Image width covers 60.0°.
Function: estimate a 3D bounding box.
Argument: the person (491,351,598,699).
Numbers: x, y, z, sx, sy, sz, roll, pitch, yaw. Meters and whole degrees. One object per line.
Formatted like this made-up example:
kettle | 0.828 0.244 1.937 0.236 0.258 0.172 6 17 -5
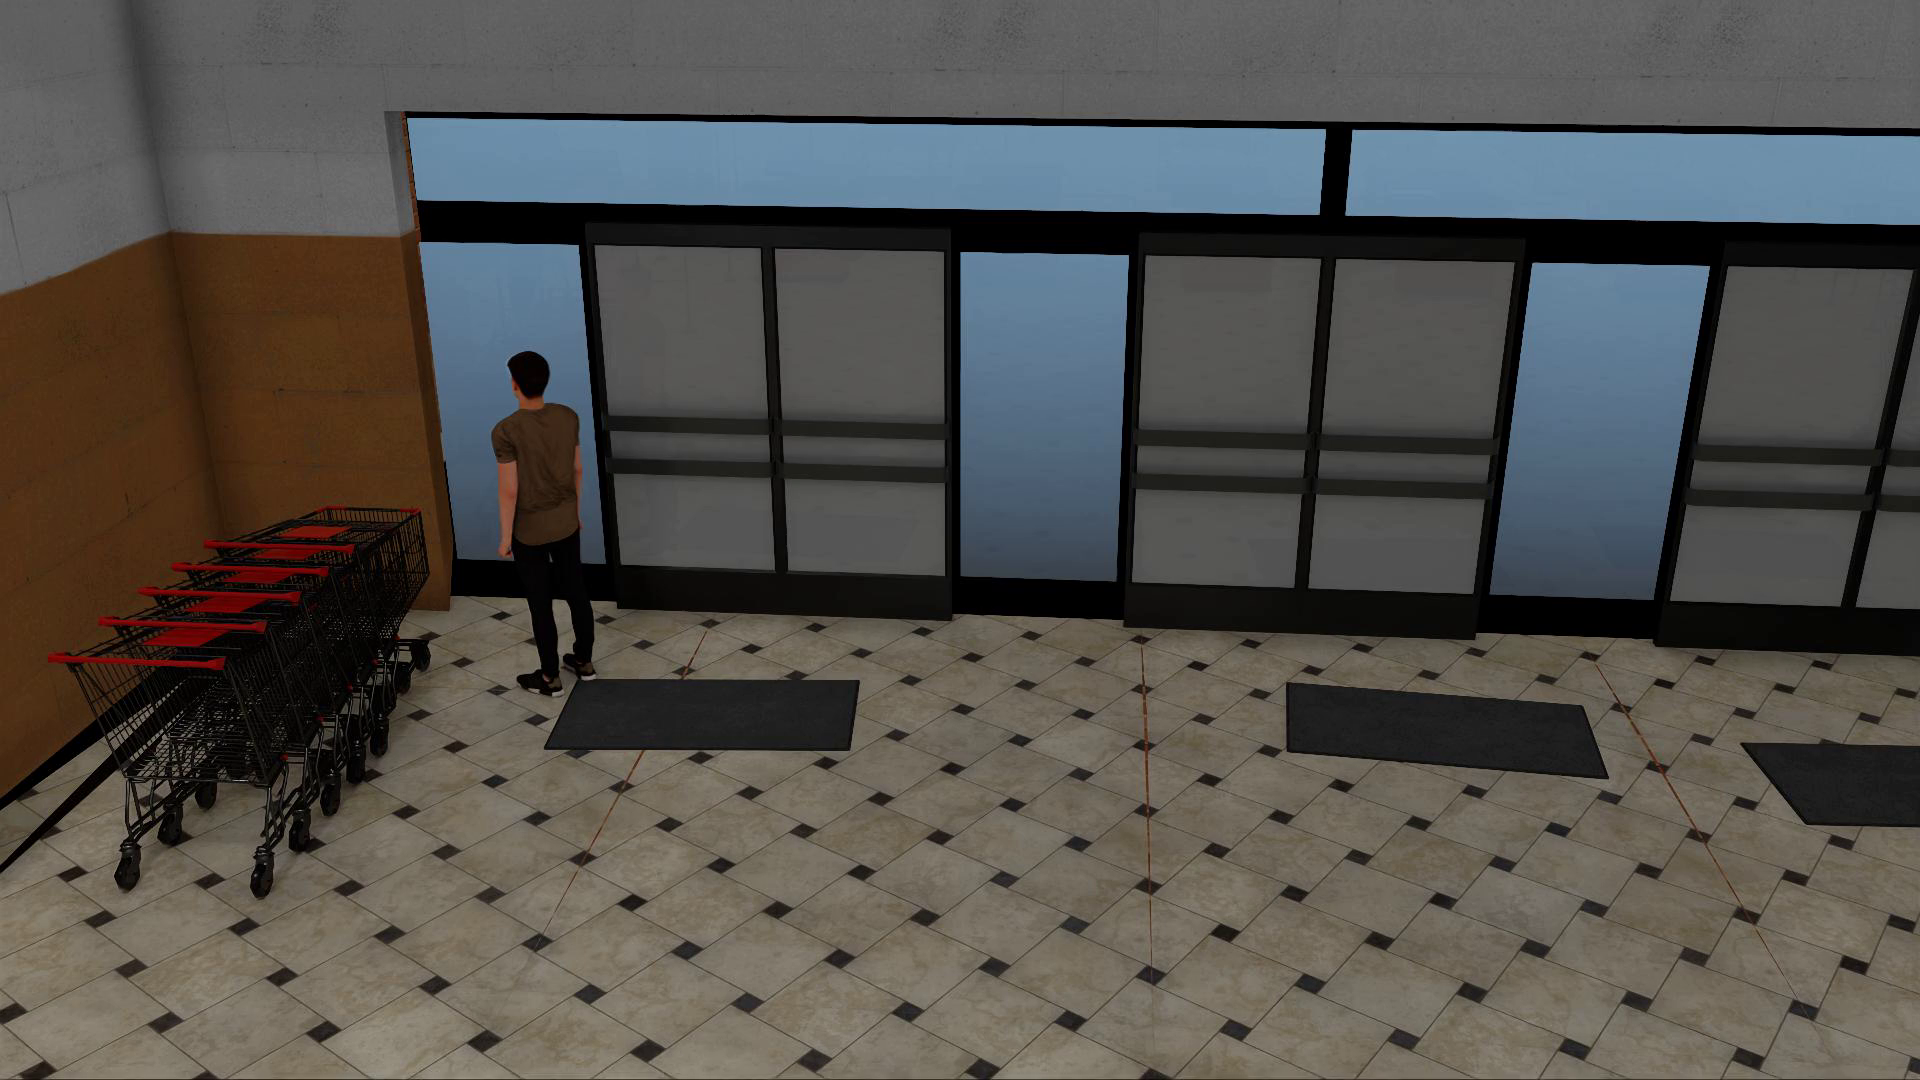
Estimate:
person | -2.154 -0.084 8.640 0.800 1.852 0.700 18 28 38
